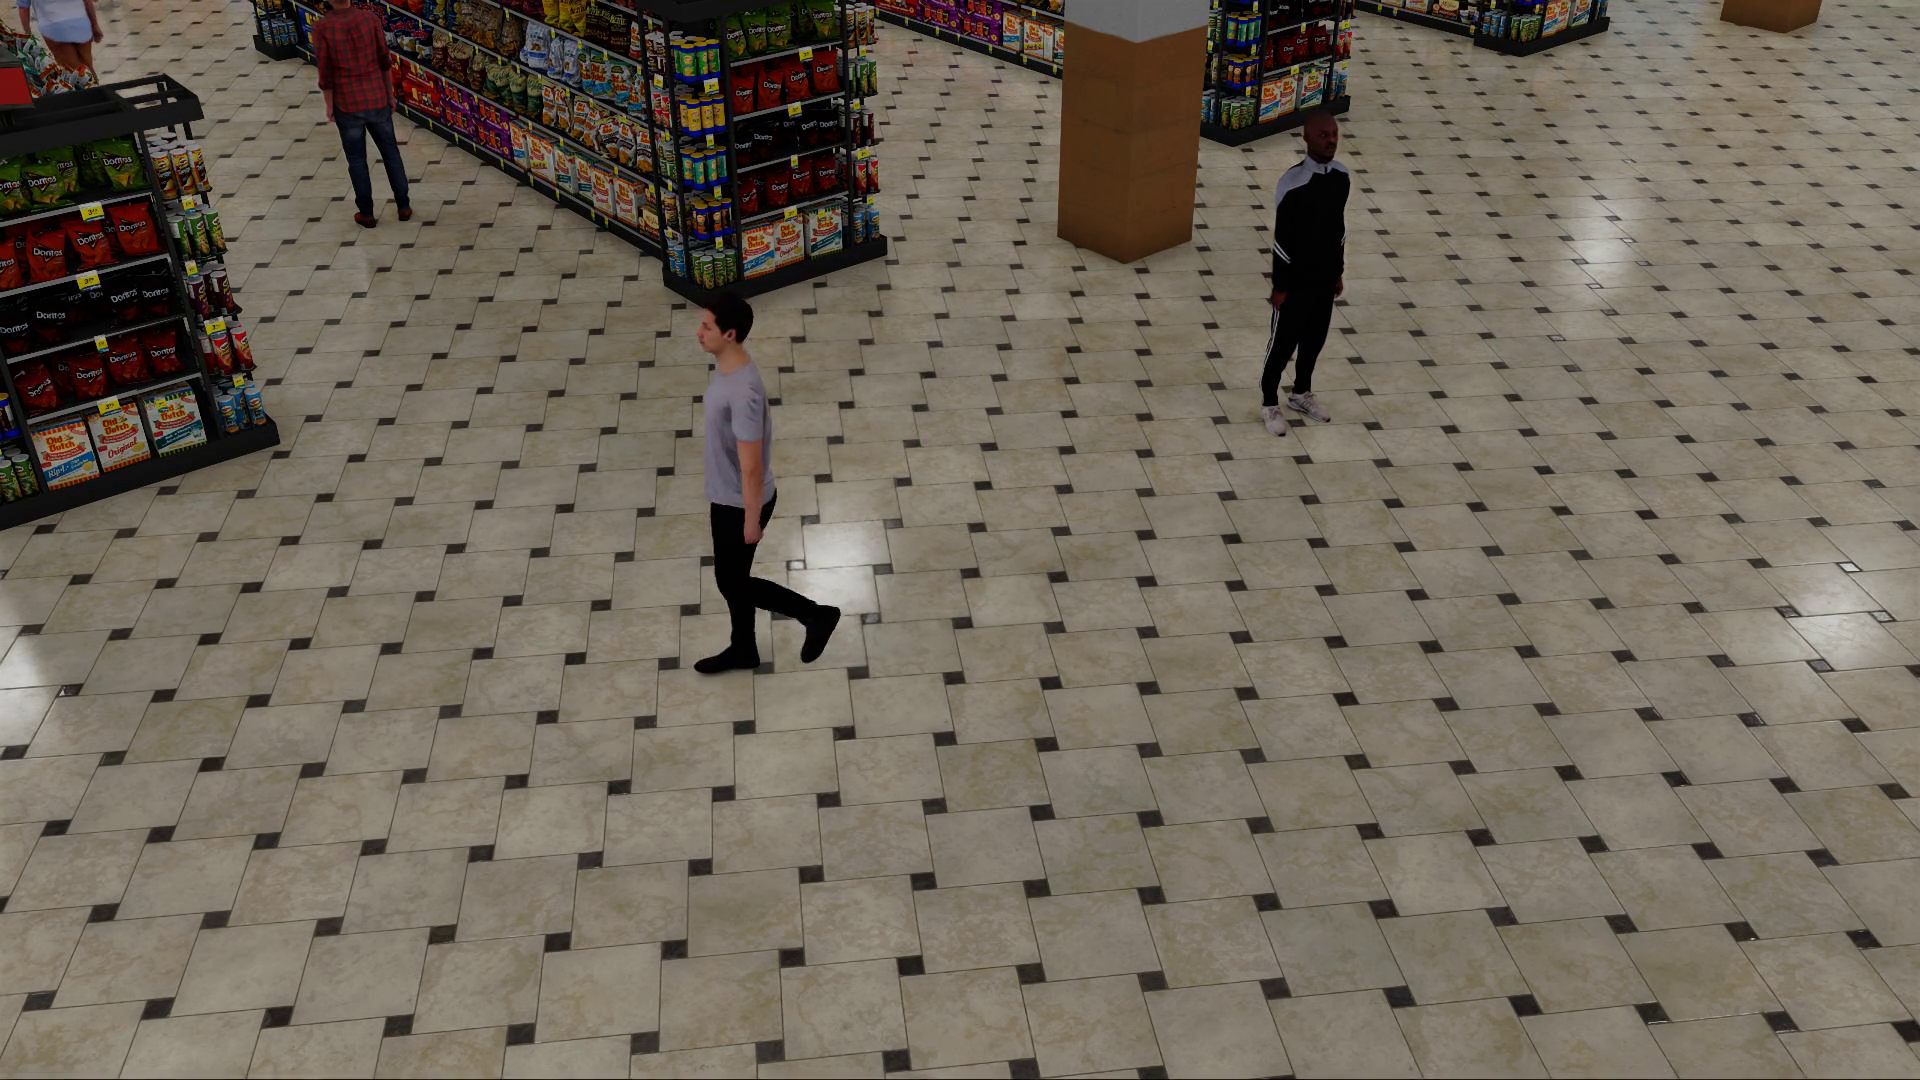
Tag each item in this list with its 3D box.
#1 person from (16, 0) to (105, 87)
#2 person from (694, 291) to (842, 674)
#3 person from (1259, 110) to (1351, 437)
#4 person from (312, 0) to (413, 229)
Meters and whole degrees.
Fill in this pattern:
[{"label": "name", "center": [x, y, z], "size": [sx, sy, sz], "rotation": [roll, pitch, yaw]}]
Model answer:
[{"label": "person", "center": [-7.291, -4.184, 13.642], "size": [0.931, 1.797, 0.825], "rotation": [20, 37, 28]}, {"label": "person", "center": [-0.865, -0.198, 7.186], "size": [0.955, 1.849, 0.968], "rotation": [-7, 33, -12]}, {"label": "person", "center": [1.934, -1.510, 9.314], "size": [0.699, 1.828, 0.605], "rotation": [-17, 36, -25]}, {"label": "person", "center": [-4.323, -3.180, 11.995], "size": [0.711, 1.832, 0.595], "rotation": [-18, 36, -26]}]
